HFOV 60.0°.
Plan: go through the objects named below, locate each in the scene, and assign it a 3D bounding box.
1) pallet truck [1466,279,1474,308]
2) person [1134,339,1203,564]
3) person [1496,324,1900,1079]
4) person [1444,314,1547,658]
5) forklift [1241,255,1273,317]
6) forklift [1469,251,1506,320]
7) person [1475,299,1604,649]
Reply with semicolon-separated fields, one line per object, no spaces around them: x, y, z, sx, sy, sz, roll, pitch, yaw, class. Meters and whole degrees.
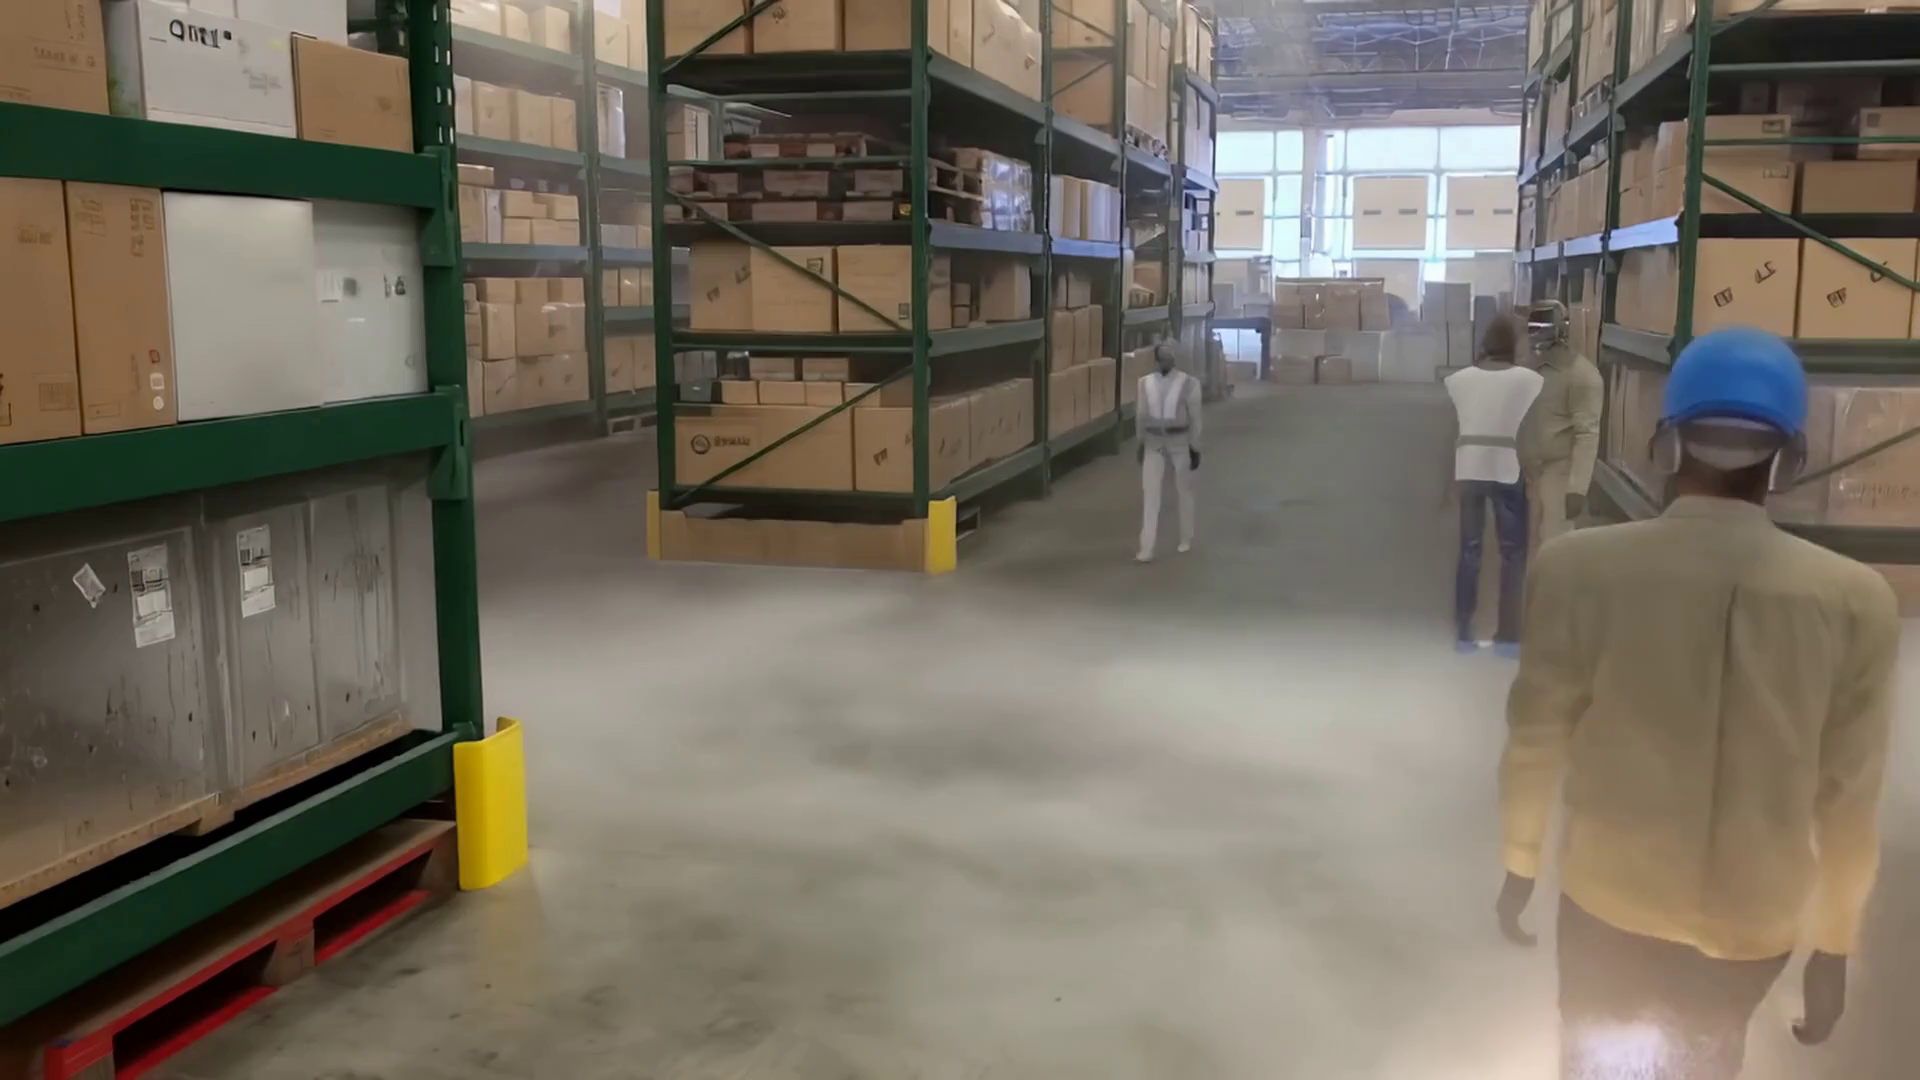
18.896;-8.459;60.307;1.885;1.965;0.823;5;10;31;pallet truck
1.510;-0.655;12.006;0.529;1.595;0.847;4;10;25;person
1.241;0.611;2.847;0.603;1.957;0.956;2;9;12;person
2.864;-0.279;8.898;0.585;1.842;0.417;7;11;37;person
10.551;-8.662;58.805;1.129;2.768;1.873;2;9;15;forklift
15.886;-7.282;50.034;1.129;2.768;1.873;-2;9;-13;forklift
3.073;-0.316;8.854;0.407;1.913;0.641;-5;10;-27;person
